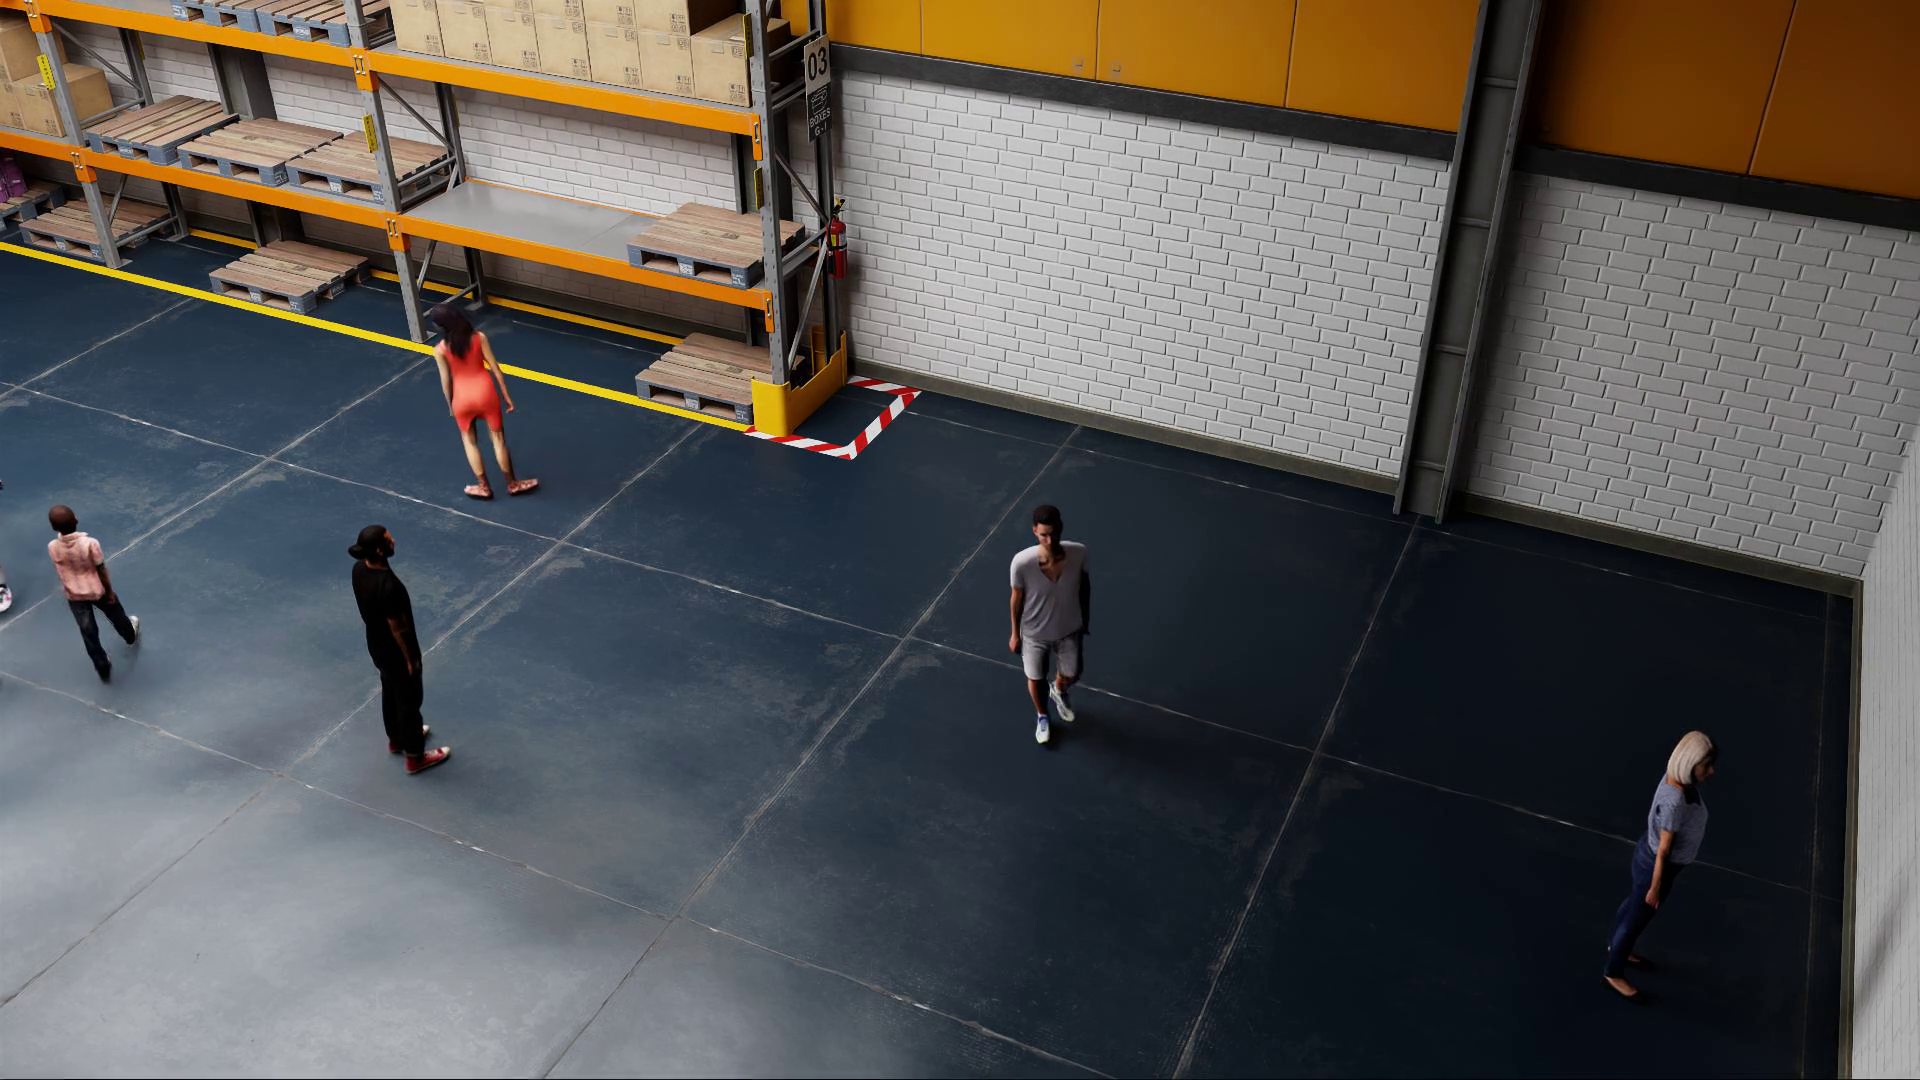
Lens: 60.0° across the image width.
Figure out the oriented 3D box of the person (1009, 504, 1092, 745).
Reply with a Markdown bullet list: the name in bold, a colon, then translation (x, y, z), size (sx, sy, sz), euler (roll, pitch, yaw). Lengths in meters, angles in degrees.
- **person**: translation (0.560, 0.497, 10.605), size (0.864, 1.828, 0.935), euler (-9, 35, -13)

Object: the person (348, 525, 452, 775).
- **person**: translation (-3.554, 0.673, 10.407), size (0.744, 1.754, 0.595), euler (-27, 42, -34)

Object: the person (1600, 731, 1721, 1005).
- **person**: translation (3.720, 1.713, 8.874), size (0.519, 1.720, 0.578), euler (17, 37, 24)

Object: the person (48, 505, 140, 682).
- **person**: translation (-5.928, 0.385, 11.267), size (0.807, 1.282, 0.848), euler (-9, 35, -14)

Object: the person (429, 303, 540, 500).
- **person**: translation (-3.751, -1.085, 13.107), size (0.785, 1.693, 0.827), euler (-6, 34, -9)
